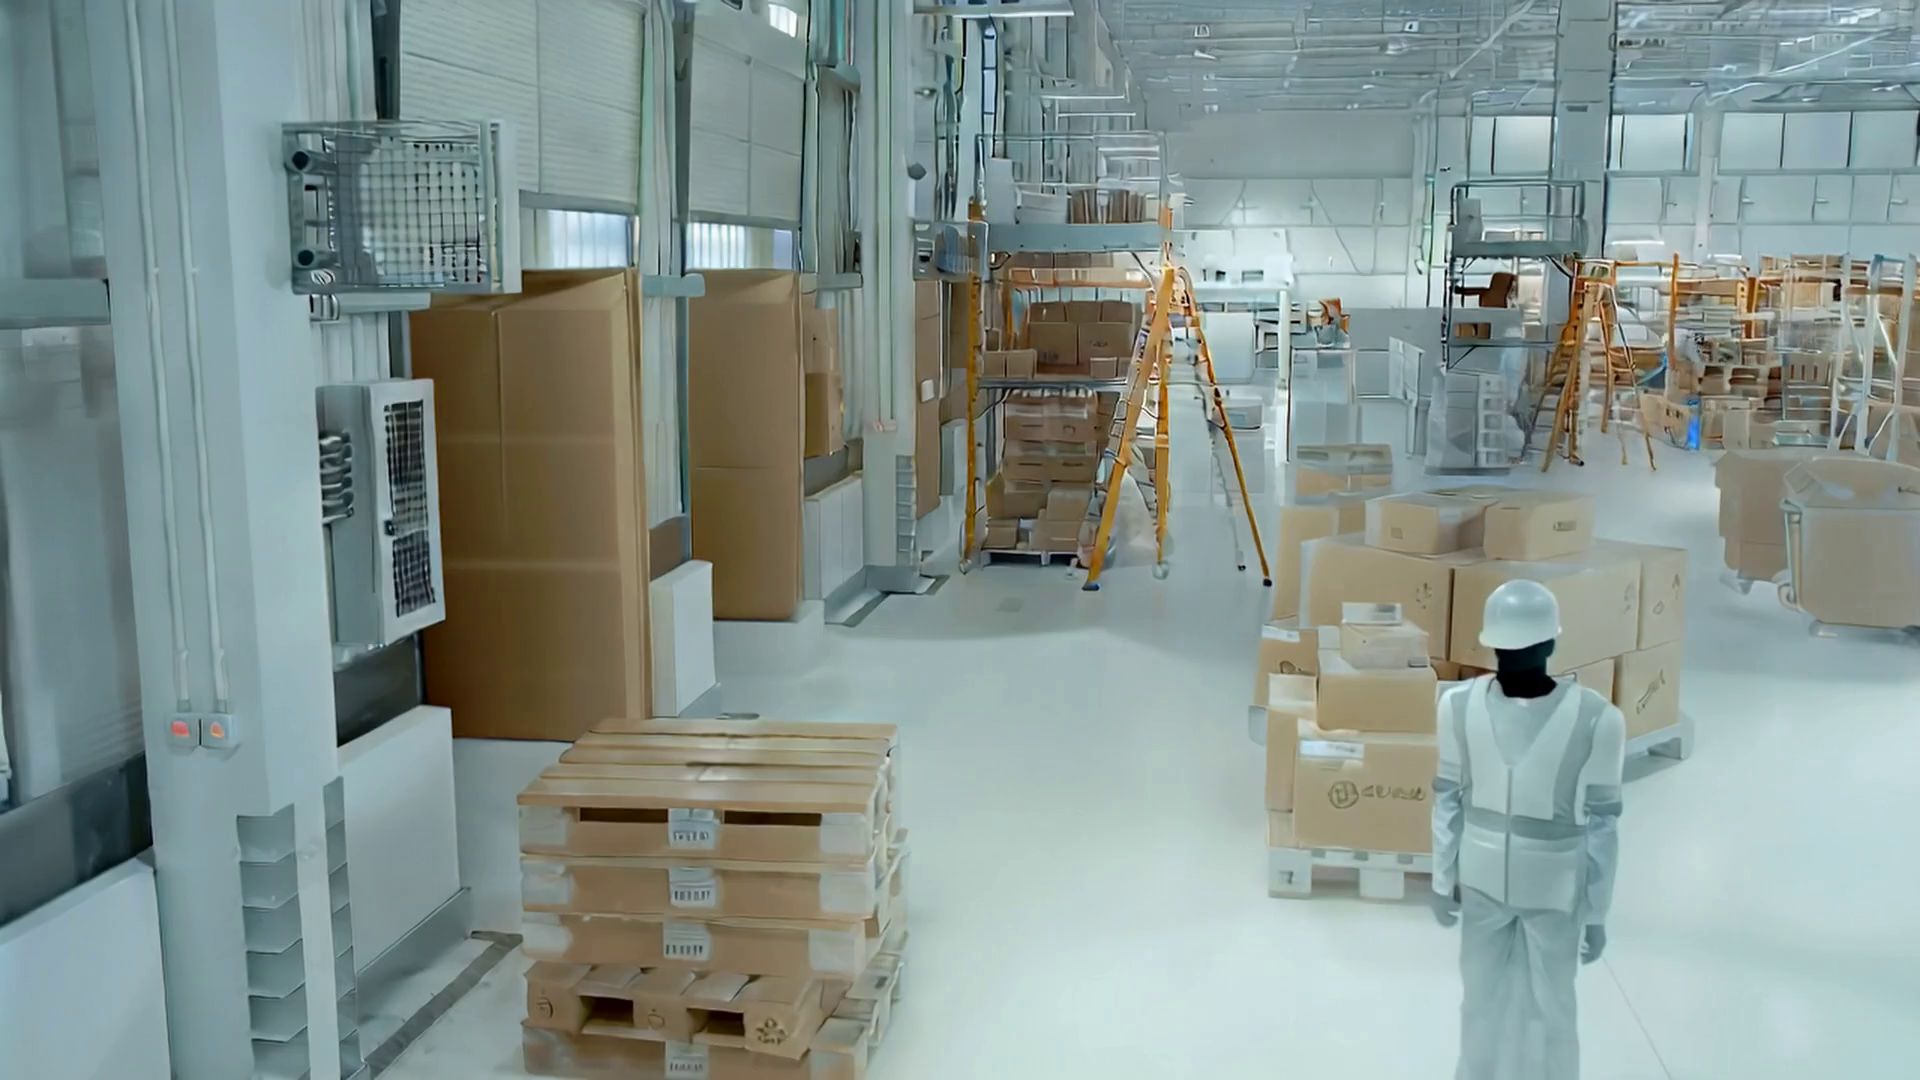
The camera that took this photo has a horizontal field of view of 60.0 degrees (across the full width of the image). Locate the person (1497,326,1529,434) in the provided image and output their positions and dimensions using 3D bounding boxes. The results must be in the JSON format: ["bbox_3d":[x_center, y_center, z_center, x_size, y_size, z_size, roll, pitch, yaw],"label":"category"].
[{"bbox_3d":[9.365,-2.652,28.115,0.554,1.911,0.822,-3,10,-21],"label":"person"}]

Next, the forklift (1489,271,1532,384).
[{"bbox_3d":[13.422,-5.322,41.591,1.873,2.768,1.129,1,9,9],"label":"forklift"}]

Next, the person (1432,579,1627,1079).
[{"bbox_3d":[1.732,1.064,5.168,0.584,1.920,0.394,7,12,37],"label":"person"}]

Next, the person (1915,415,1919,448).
[{"bbox_3d":[15.578,-2.332,26.679,0.322,1.736,0.487,5,11,31],"label":"person"}]

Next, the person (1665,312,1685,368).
[{"bbox_3d":[20.105,-5.575,46.817,0.536,1.686,0.524,6,11,34],"label":"person"}]

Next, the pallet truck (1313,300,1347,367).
[{"bbox_3d":[11.159,-6.200,49.718,0.823,1.965,1.885,4,10,26],"label":"pallet truck"}]
